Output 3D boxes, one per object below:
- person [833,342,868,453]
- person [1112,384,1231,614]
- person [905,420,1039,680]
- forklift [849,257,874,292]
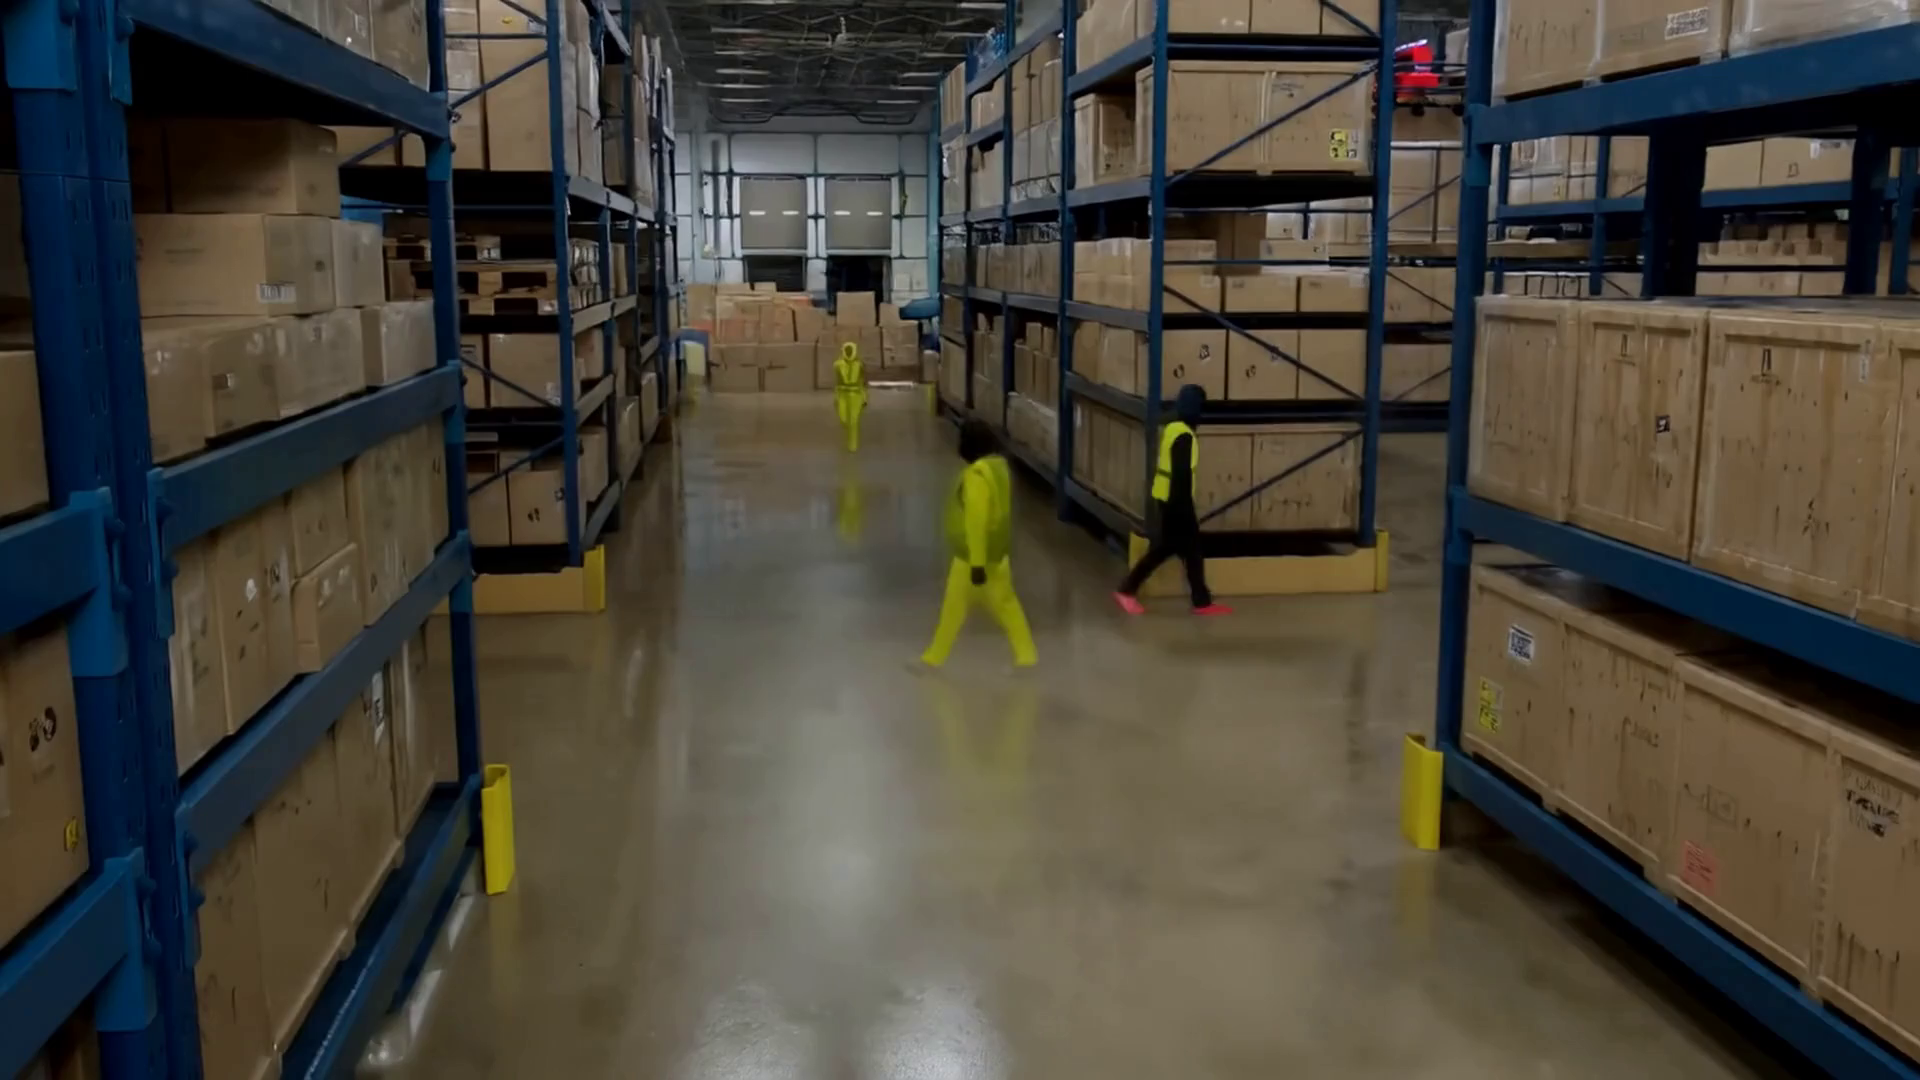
[{"bbox_3d":[-1.602,-2.079,24.306,0.516,1.628,0.383,0,10,-1],"label":"person"},{"bbox_3d":[1.687,-0.315,13.335,0.929,1.882,0.604,1,10,6],"label":"person"},{"bbox_3d":[0.120,0.076,11.307,0.959,1.793,0.641,4,11,22],"label":"person"},{"bbox_3d":[-2.854,-6.885,48.650,1.873,2.768,1.129,-6,12,-32],"label":"forklift"}]
